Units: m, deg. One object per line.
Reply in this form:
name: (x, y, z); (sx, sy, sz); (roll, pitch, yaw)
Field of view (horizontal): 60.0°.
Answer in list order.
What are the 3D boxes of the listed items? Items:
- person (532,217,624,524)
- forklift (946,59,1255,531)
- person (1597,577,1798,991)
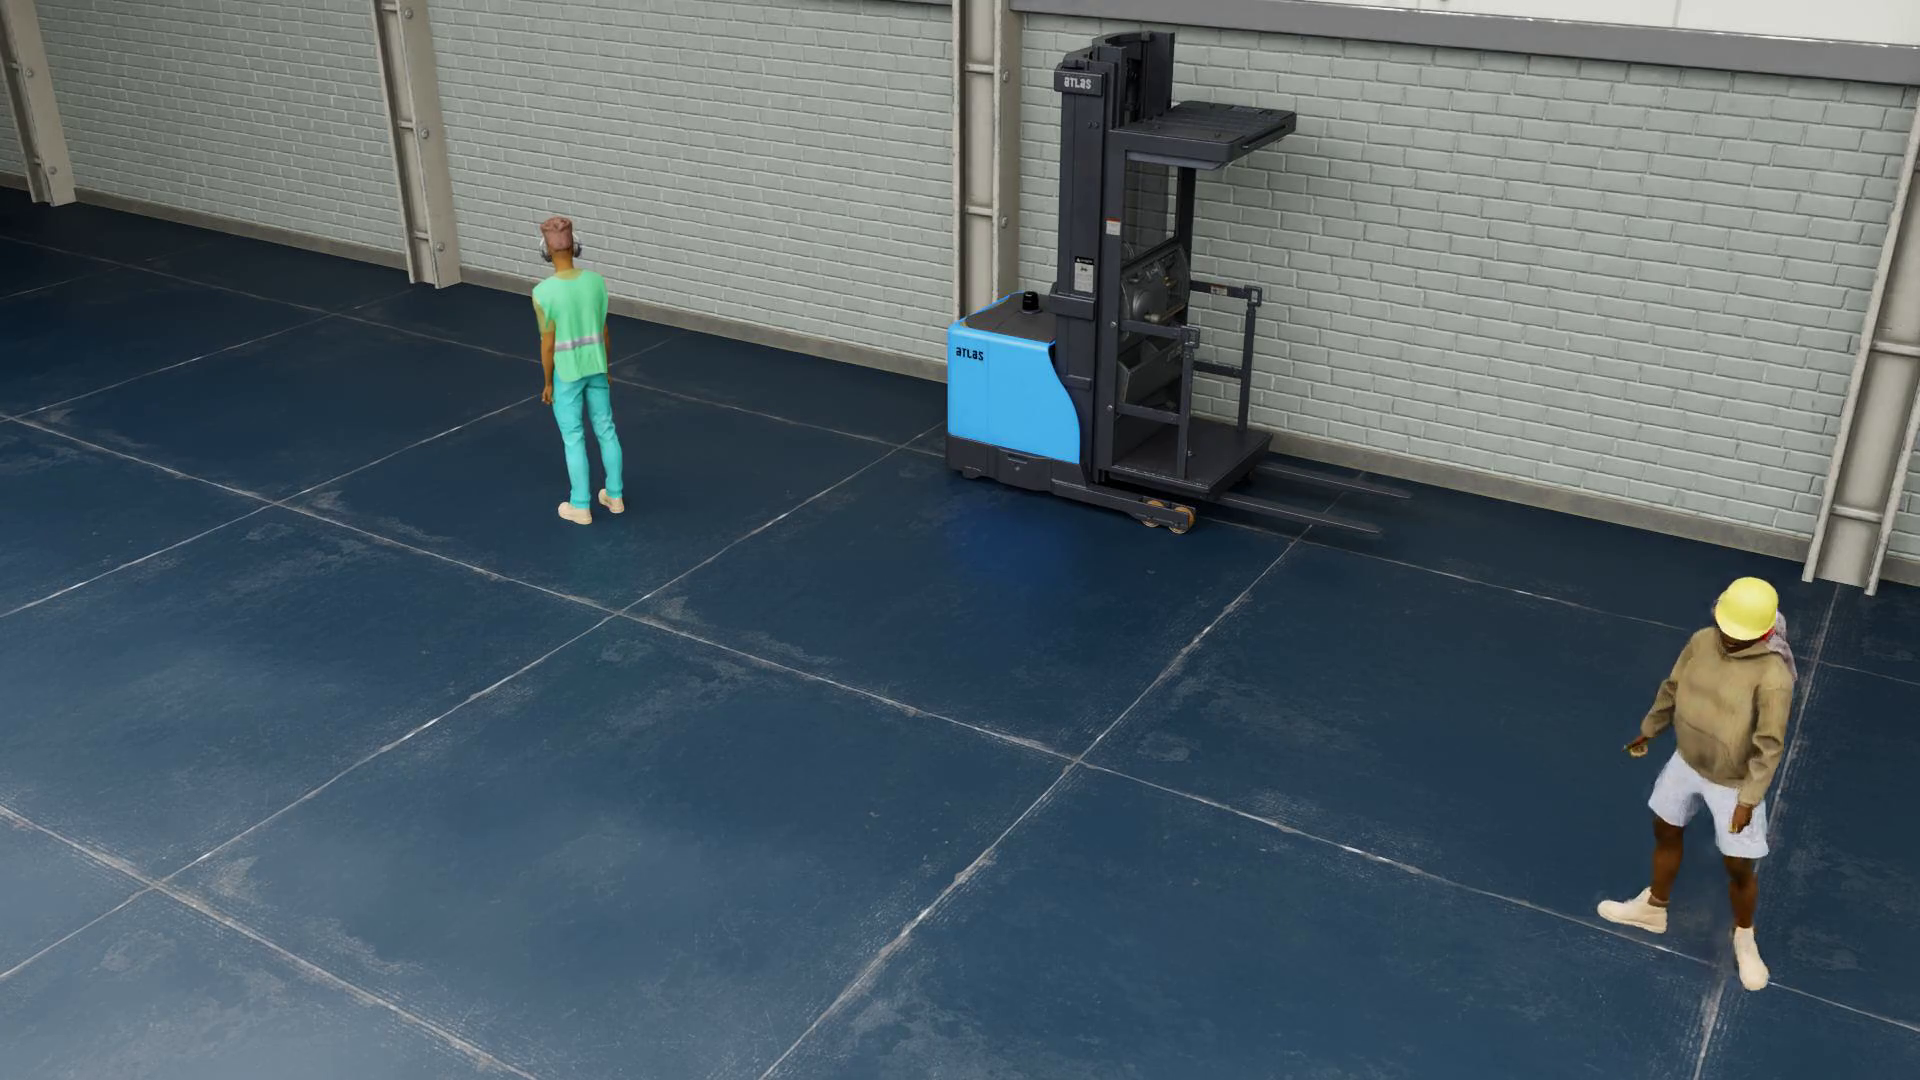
person: (-2.411, -1.050, 10.483); (0.483, 1.979, 0.411); (-19, 31, -35)
forklift: (0.933, -1.707, 10.833); (1.873, 2.768, 1.129); (15, 29, 28)
person: (3.004, 0.922, 6.589); (0.420, 1.736, 0.779); (-11, 28, -23)
